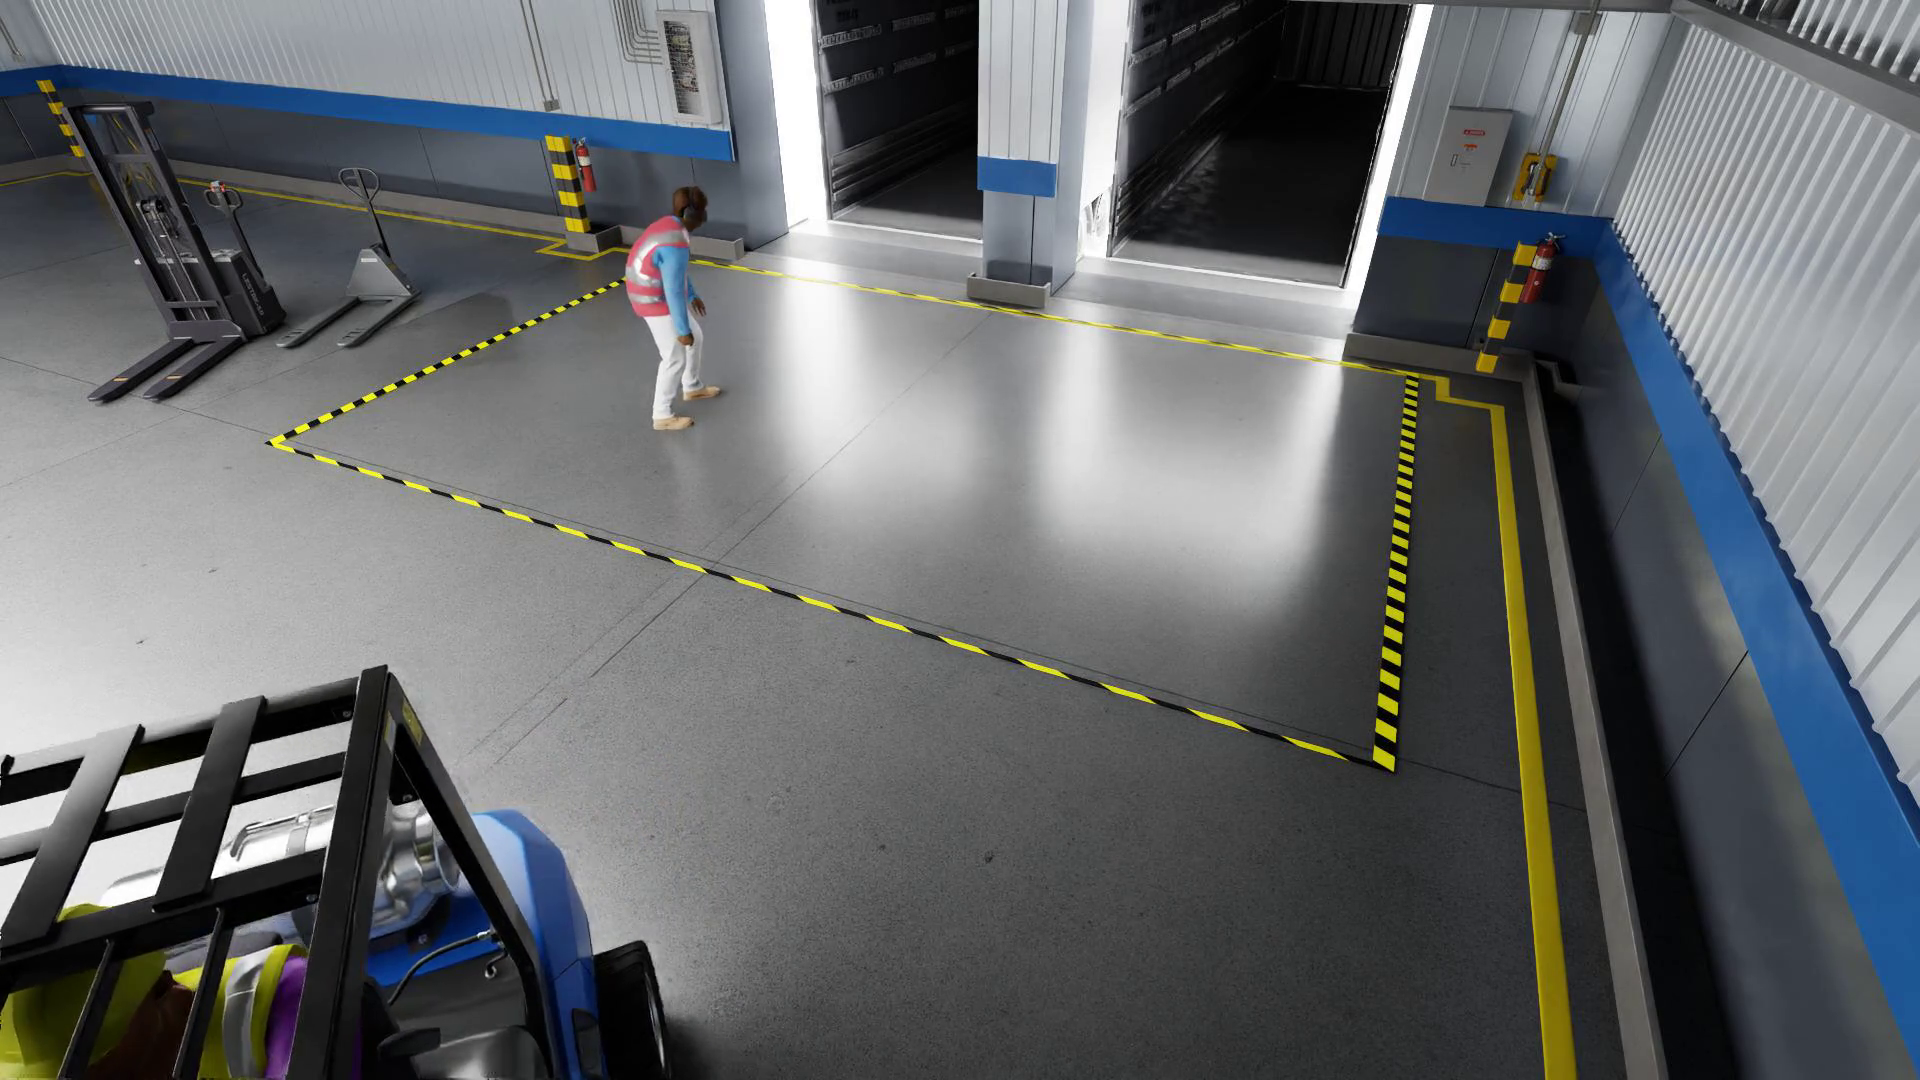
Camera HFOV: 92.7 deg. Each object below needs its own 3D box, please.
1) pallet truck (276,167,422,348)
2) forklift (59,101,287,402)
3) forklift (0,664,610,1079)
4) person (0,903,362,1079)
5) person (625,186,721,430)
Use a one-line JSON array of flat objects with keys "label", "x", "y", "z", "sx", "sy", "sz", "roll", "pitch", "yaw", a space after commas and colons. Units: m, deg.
[{"label": "pallet truck", "x": -5.732, "y": -2.611, "z": 8.414, "sx": 0.680, "sy": 1.201, "sz": 1.601, "roll": -1, "pitch": 35, "yaw": -1}, {"label": "forklift", "x": -6.686, "y": -2.387, "z": 7.434, "sx": 0.823, "sy": 1.965, "sz": 1.885, "roll": -3, "pitch": 35, "yaw": -5}, {"label": "forklift", "x": -1.299, "y": 1.443, "z": 1.645, "sx": 1.157, "sy": 2.036, "sz": 2.680, "roll": -13, "pitch": 37, "yaw": -18}, {"label": "person", "x": -1.283, "y": 1.323, "z": 1.490, "sx": 0.635, "sy": 1.294, "sz": 1.004, "roll": -13, "pitch": 37, "yaw": -18}, {"label": "person", "x": -2.089, "y": -1.718, "z": 6.782, "sx": 0.676, "sy": 1.662, "sz": 0.811, "roll": -11, "pitch": 36, "yaw": -15}]
